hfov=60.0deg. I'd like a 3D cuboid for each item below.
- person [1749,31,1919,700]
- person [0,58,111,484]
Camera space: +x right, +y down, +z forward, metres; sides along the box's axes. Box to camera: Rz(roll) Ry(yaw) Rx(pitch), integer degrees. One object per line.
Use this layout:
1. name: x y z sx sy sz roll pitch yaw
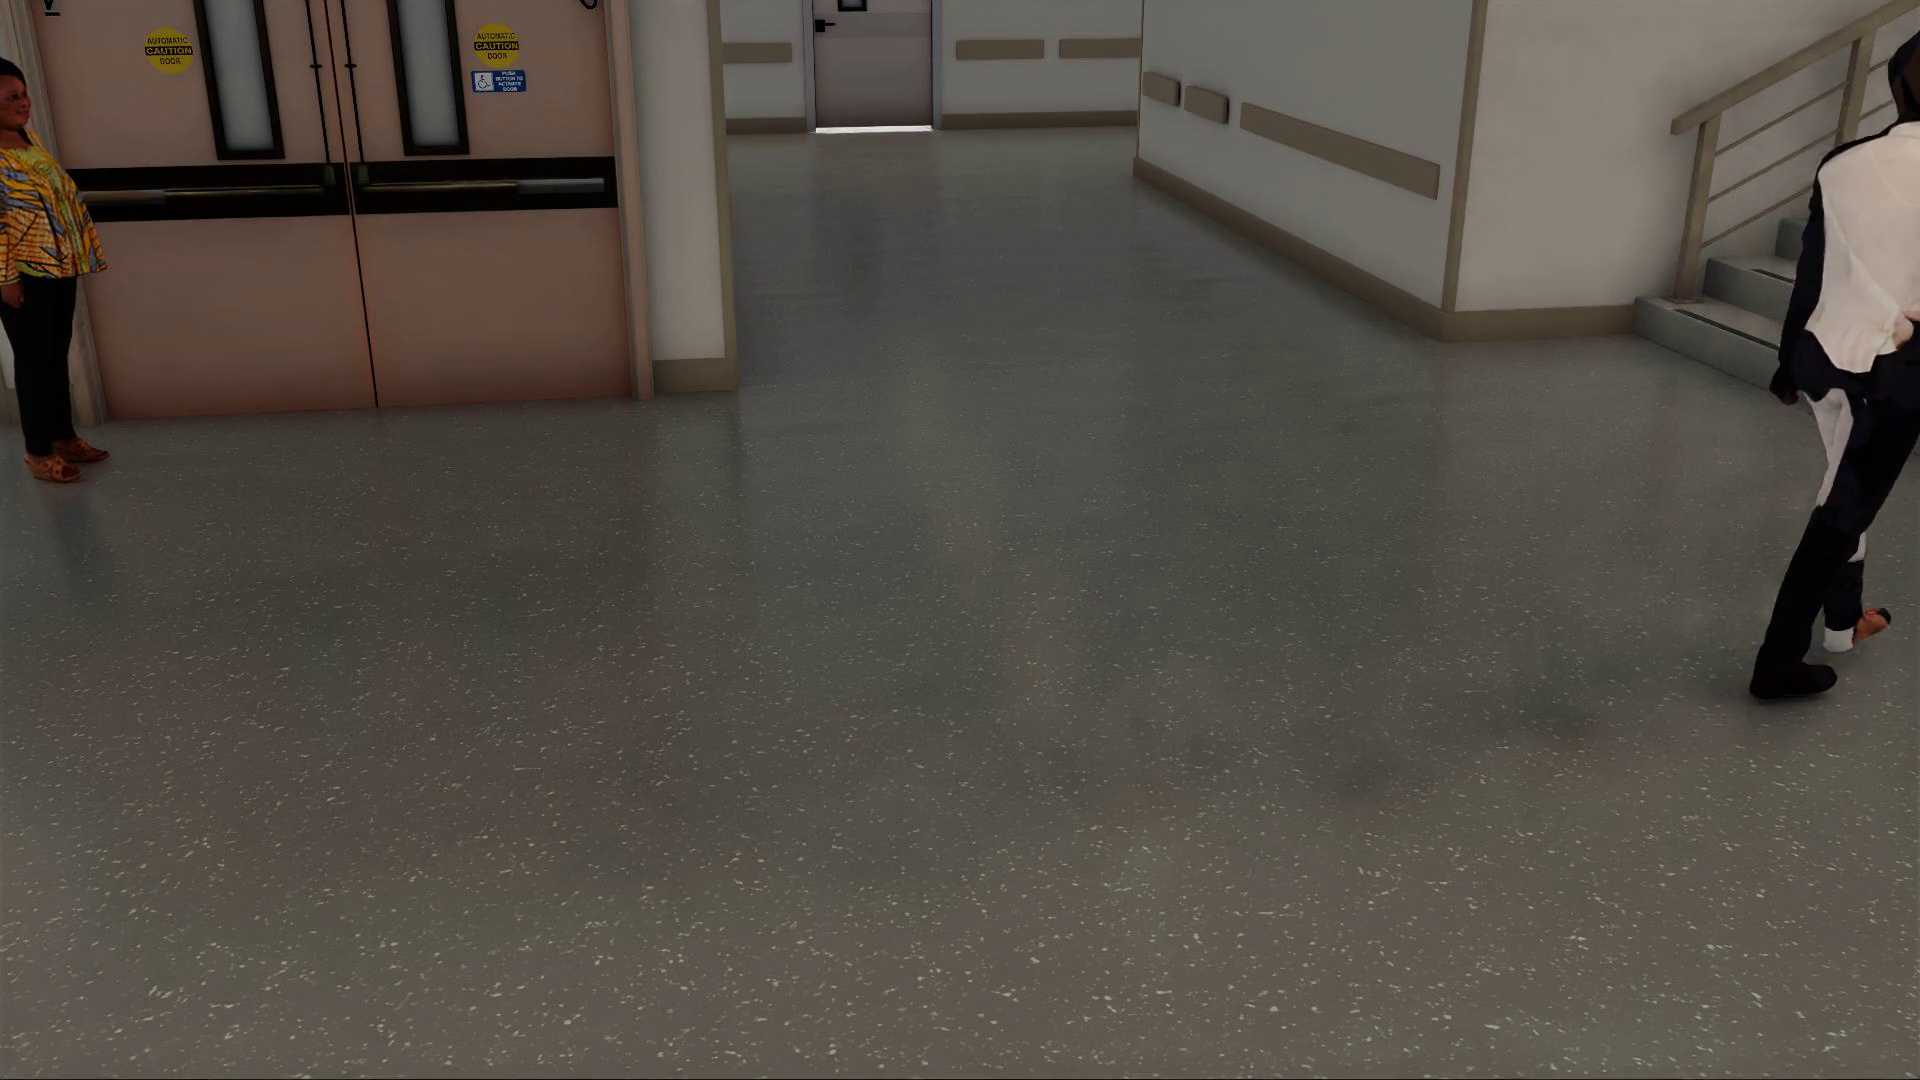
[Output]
1. person: 2.459 -0.429 4.623 0.970 1.870 0.764 -6 22 -17
2. person: -3.698 -1.063 6.598 0.778 1.655 0.744 -1 21 -2
